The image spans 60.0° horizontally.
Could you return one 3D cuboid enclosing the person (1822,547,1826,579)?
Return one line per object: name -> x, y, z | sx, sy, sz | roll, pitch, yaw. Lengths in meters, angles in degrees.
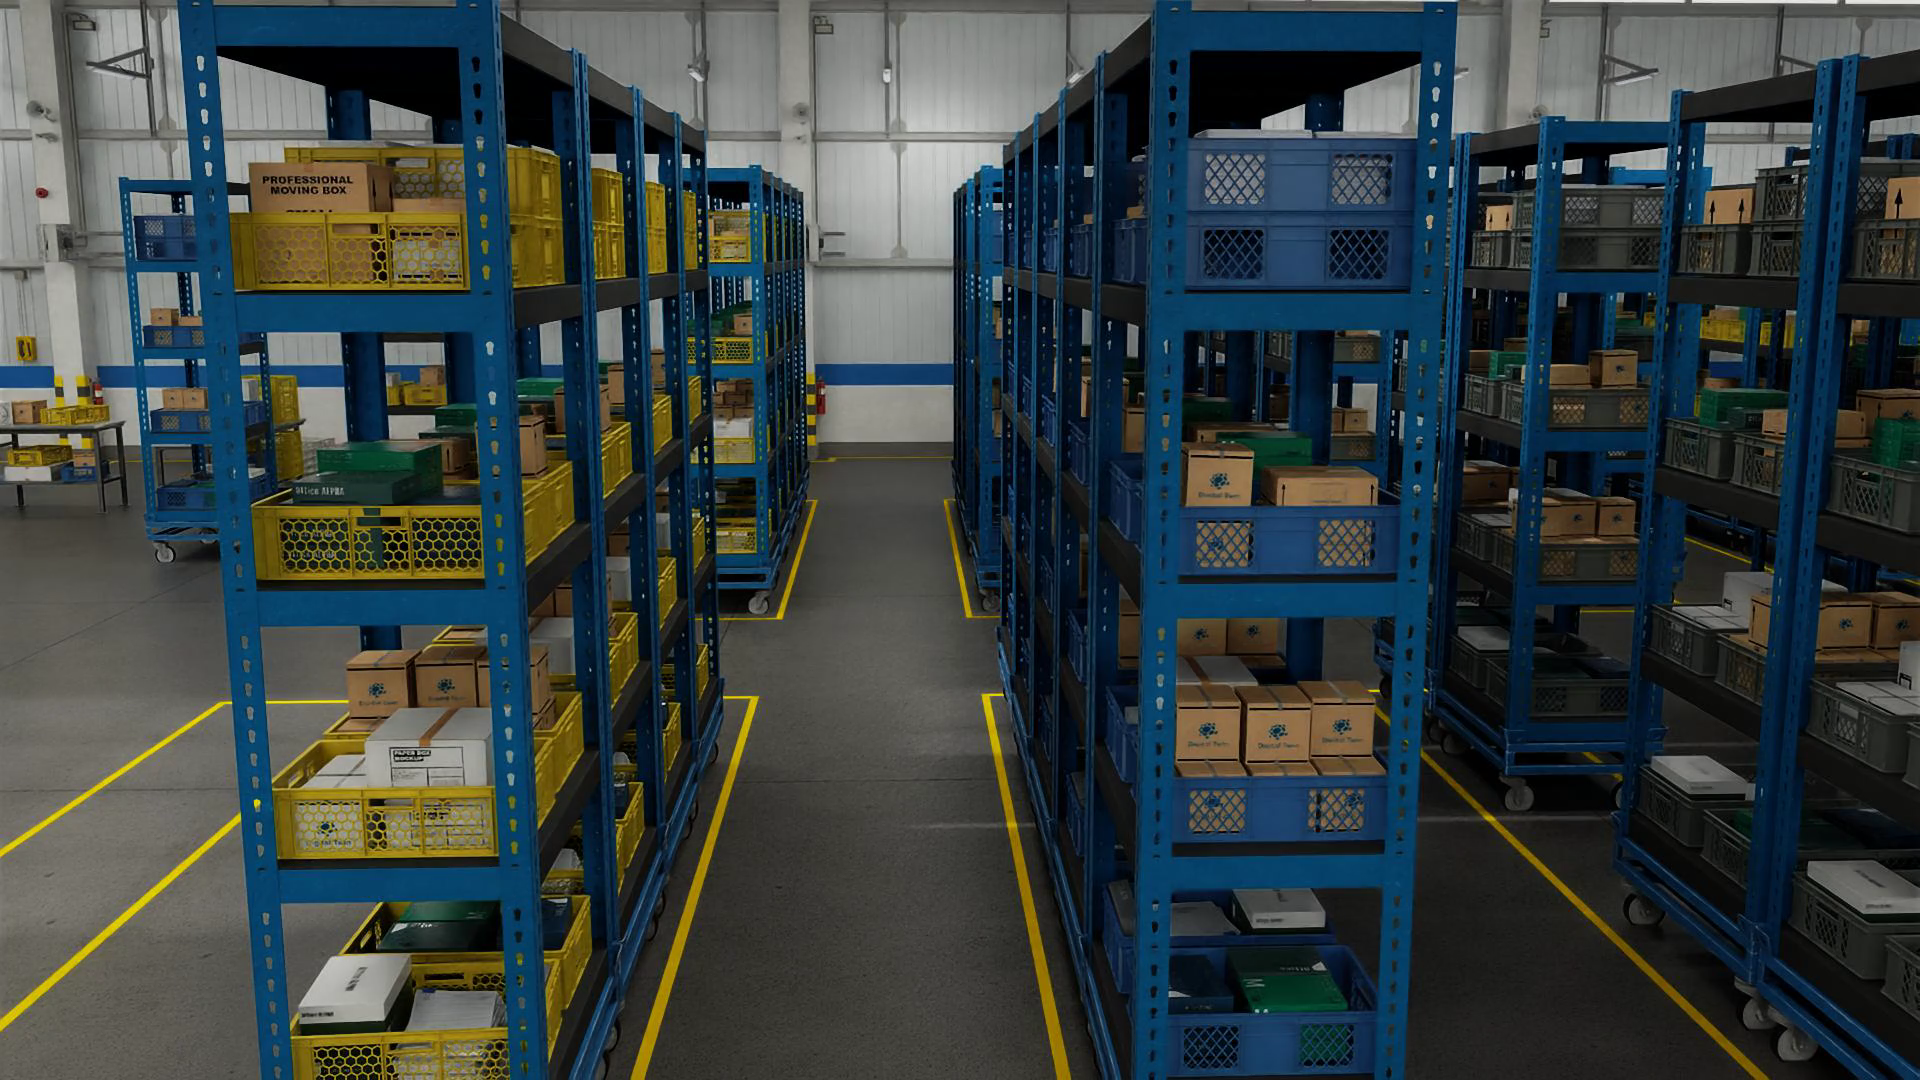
person -> 6.324, -0.212, 12.380 | 0.380, 2.045, 0.605 | 3, 11, 19
